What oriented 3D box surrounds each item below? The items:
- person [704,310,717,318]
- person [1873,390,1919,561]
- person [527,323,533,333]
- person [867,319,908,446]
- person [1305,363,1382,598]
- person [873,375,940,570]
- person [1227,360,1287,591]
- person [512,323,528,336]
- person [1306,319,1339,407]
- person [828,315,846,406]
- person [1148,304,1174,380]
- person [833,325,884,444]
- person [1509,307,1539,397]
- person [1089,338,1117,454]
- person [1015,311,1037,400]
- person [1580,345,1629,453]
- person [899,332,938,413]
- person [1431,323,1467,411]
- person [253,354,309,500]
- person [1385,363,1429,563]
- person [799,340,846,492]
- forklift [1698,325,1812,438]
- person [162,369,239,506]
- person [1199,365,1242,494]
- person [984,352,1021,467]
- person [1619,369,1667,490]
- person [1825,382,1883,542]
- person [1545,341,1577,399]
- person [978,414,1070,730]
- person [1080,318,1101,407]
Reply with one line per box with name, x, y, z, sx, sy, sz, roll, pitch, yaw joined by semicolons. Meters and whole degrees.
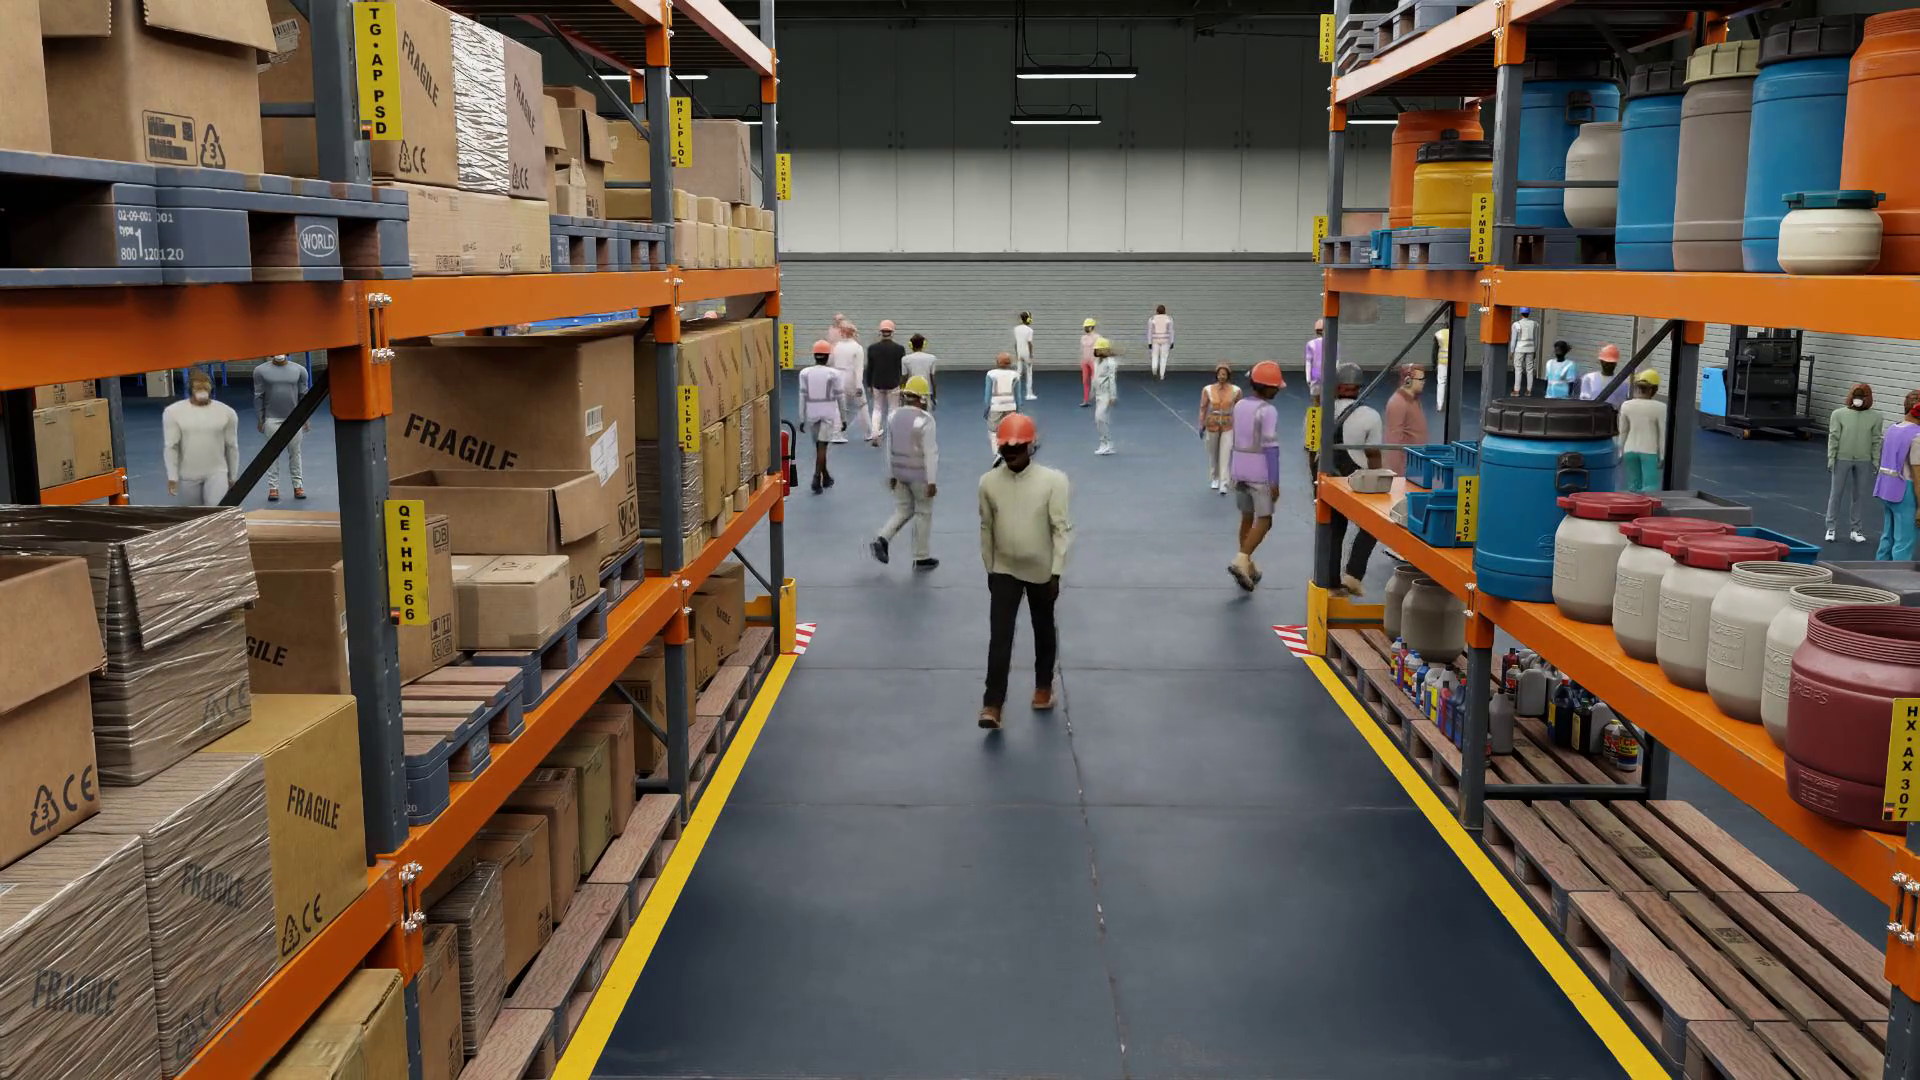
person;-4.463;-3.127;29.921;0.609;1.993;0.382;2;10;11
person;7.591;-0.291;13.393;0.388;1.837;0.564;1;10;4
person;-7.924;-3.099;29.974;0.775;1.920;0.547;1;10;8
person;-1.097;-2.375;25.440;0.625;1.988;0.467;2;10;14
person;3.251;-0.468;13.976;0.701;2.000;0.537;9;13;42
person;-0.475;-0.615;15.403;0.601;1.815;0.604;9;13;44
person;2.530;-0.568;14.574;0.776;2.014;0.653;-7;12;-34
person;-7.655;-2.891;28.827;0.664;1.888;0.650;-1;10;-6
person;6.124;-2.785;28.143;0.562;1.915;0.849;2;10;11
person;-2.315;-3.370;31.784;0.418;1.864;0.733;-3;10;-16
person;4.929;-4.846;40.717;0.629;1.828;0.450;2;10;11
person;-1.670;-2.476;26.422;0.661;1.858;0.943;8;12;39
person;12.056;-4.047;35.561;0.602;1.949;0.389;-1;10;-6
person;2.089;-2.135;24.749;0.493;1.724;0.515;-5;11;-26
person;1.295;-3.837;34.592;0.525;1.850;0.748;8;12;40
person;7.620;-1.371;19.742;0.541;1.911;0.940;3;10;18
person;-0.598;-2.046;23.878;0.552;1.848;0.503;-2;10;-11
person;9.414;-3.384;32.059;0.656;1.839;0.430;2;10;13
person;-8.196;-1.467;20.136;0.631;1.940;0.372;-5;11;-27
person;4.291;-0.738;15.891;0.445;1.898;0.669;4;10;25
person;-1.734;-1.565;20.899;0.564;1.889;1.006;2;10;13
forklift;13.248;-3.165;27.620;1.129;2.768;1.873;0;9;1
person;-6.852;-0.602;15.070;0.630;1.914;0.904;-4;10;-24
person;3.252;-1.395;20.750;0.531;1.591;0.893;2;10;12
person;0.599;-1.788;23.009;0.536;1.614;0.430;-2;10;-12
person;7.105;-0.909;17.380;0.621;1.751;0.531;-8;13;-41
person;9.158;-0.799;17.049;0.498;1.633;0.282;3;10;15
person;8.961;-2.154;25.036;0.671;1.672;0.553;-7;12;-35
person;0.388;0.179;10.341;0.609;1.931;1.076;3;10;16
person;2.636;-3.539;33.084;0.533;1.755;0.522;8;13;41
